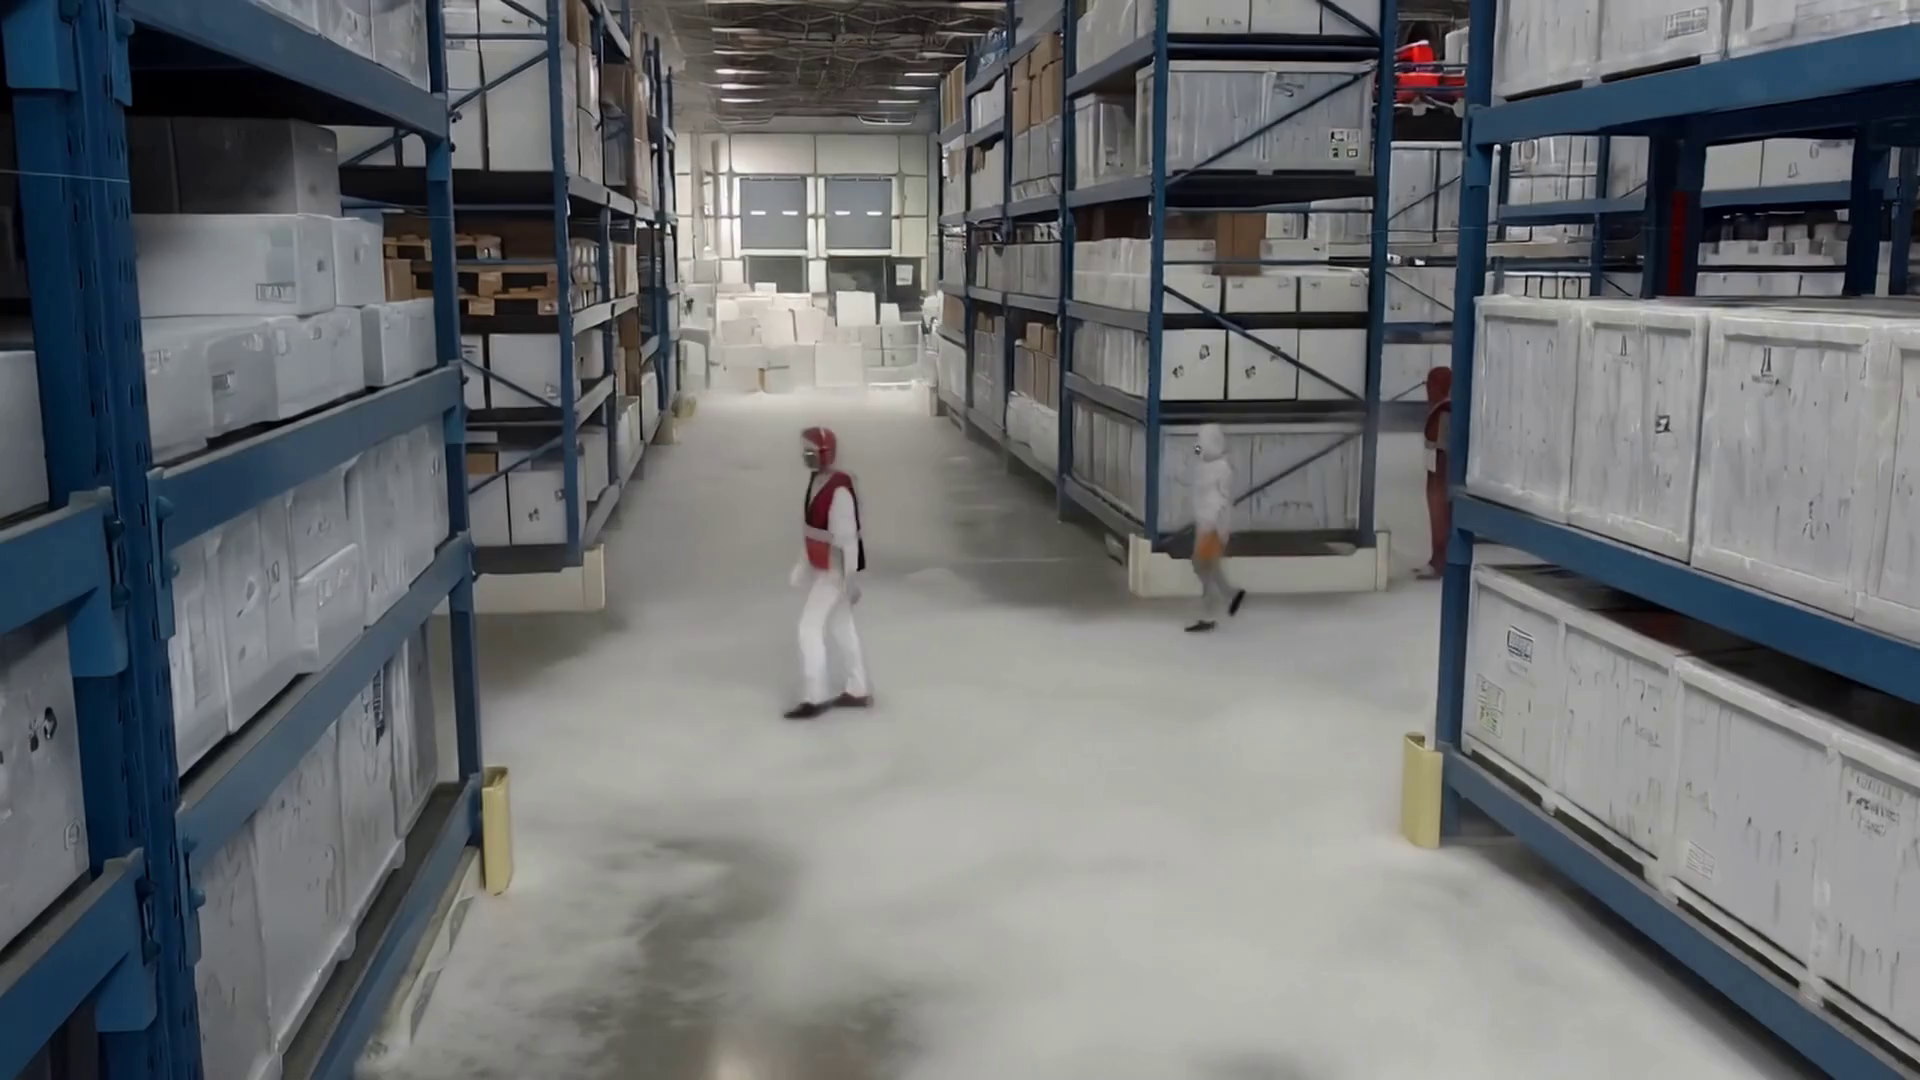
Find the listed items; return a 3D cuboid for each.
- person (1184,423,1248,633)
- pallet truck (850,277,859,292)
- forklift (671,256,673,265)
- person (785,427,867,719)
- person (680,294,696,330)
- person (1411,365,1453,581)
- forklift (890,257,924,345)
[{"bbox_3d":[1.989,-0.098,12.790,0.535,1.621,0.499,-4,11,-22],"label":"person"},{"bbox_3d":[-3.782,-9.391,65.808,1.885,1.965,0.823,2,10,10],"label":"pallet truck"},{"bbox_3d":[-10.987,-9.066,61.344,1.129,2.768,1.873,-1,10,-7],"label":"forklift"},{"bbox_3d":[-0.898,0.203,10.461,0.723,1.819,0.562,-3,10,-17],"label":"person"},{"bbox_3d":[-6.540,-4.846,39.432,0.772,1.968,0.626,2,10,13],"label":"person"},{"bbox_3d":[4.269,-0.590,14.798,0.383,1.918,0.597,2,10,9],"label":"person"},{"bbox_3d":[-1.769,-7.658,53.147,1.129,2.768,1.873,-1,10,-7],"label":"forklift"}]
